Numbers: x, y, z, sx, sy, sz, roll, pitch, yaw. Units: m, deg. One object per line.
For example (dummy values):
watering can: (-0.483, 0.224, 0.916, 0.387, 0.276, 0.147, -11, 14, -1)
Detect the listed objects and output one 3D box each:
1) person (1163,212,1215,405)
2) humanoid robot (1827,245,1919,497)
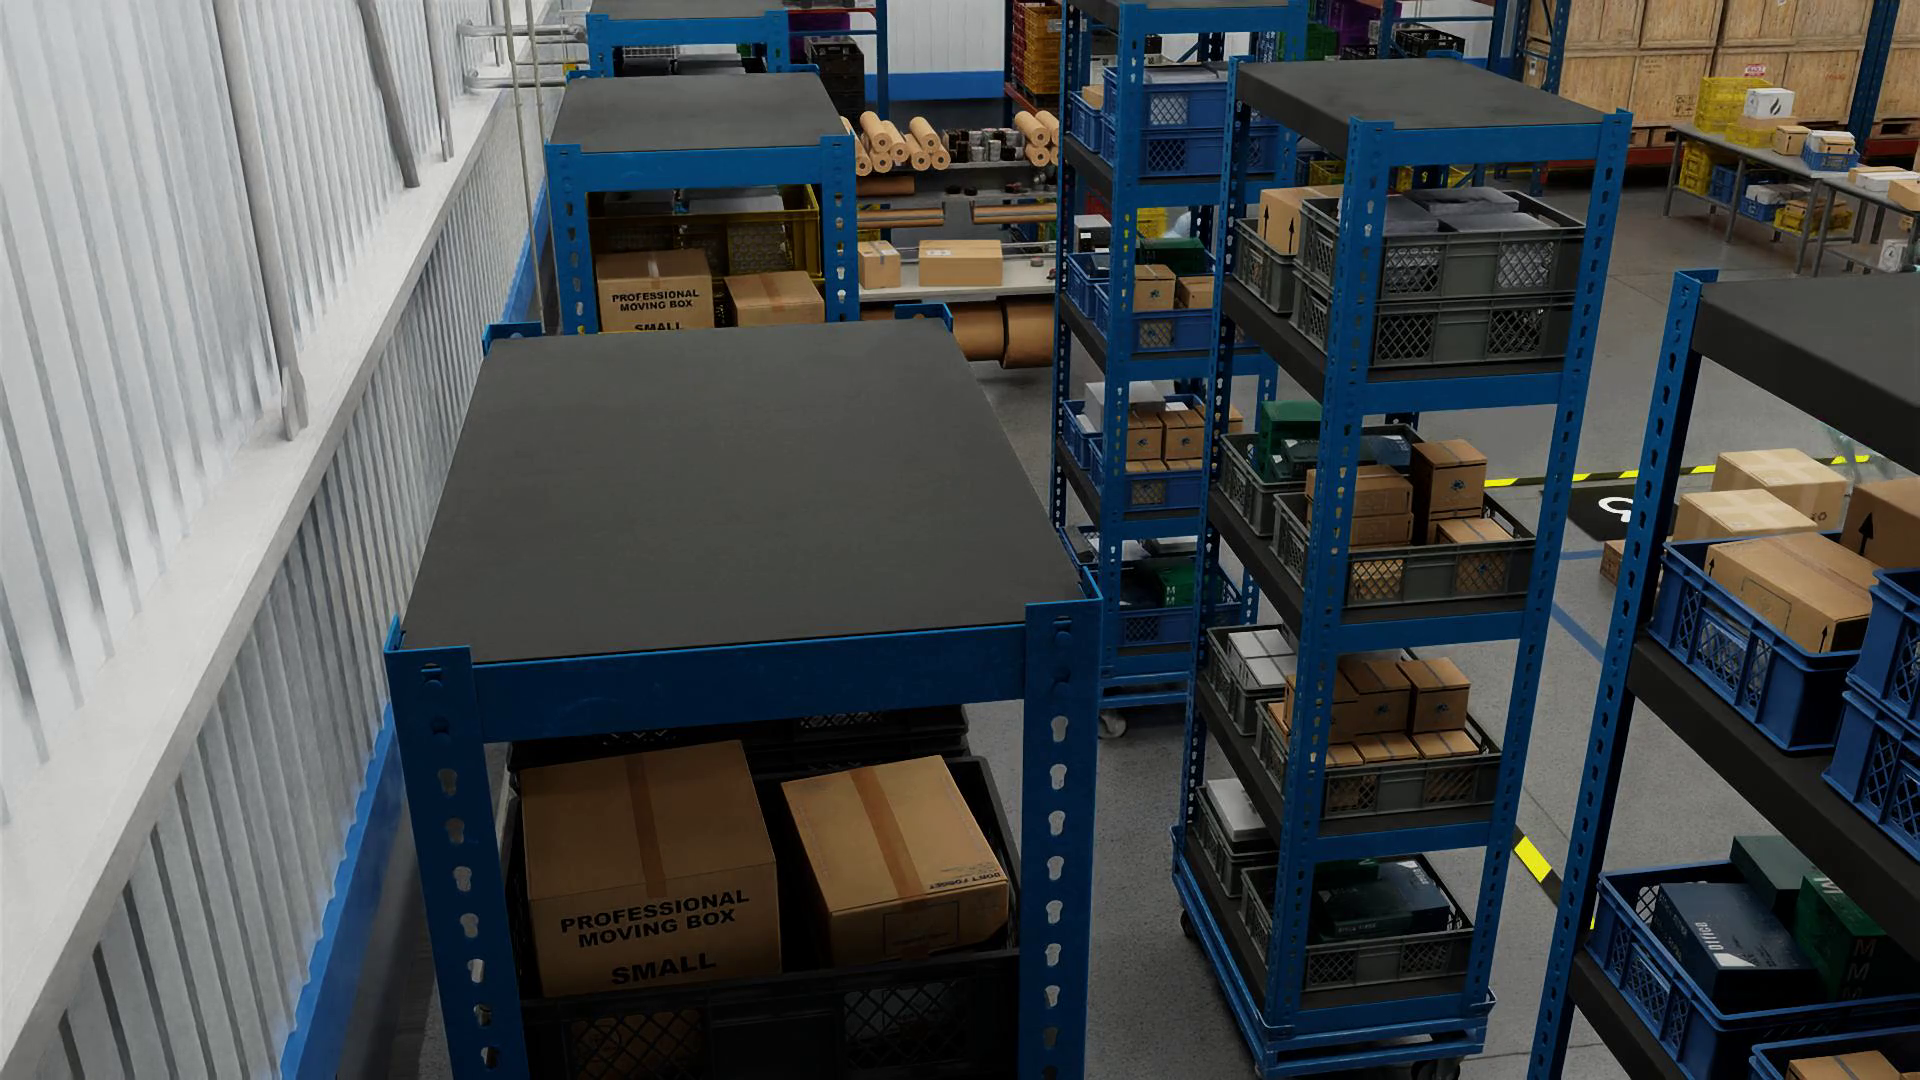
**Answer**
person: (1.525, -1.308, 11.253, 0.401, 1.847, 0.587, -5, 25, -10)
humanoid robot: (6.025, -1.024, 10.781, 0.858, 1.782, 0.548, -9, 26, -19)
